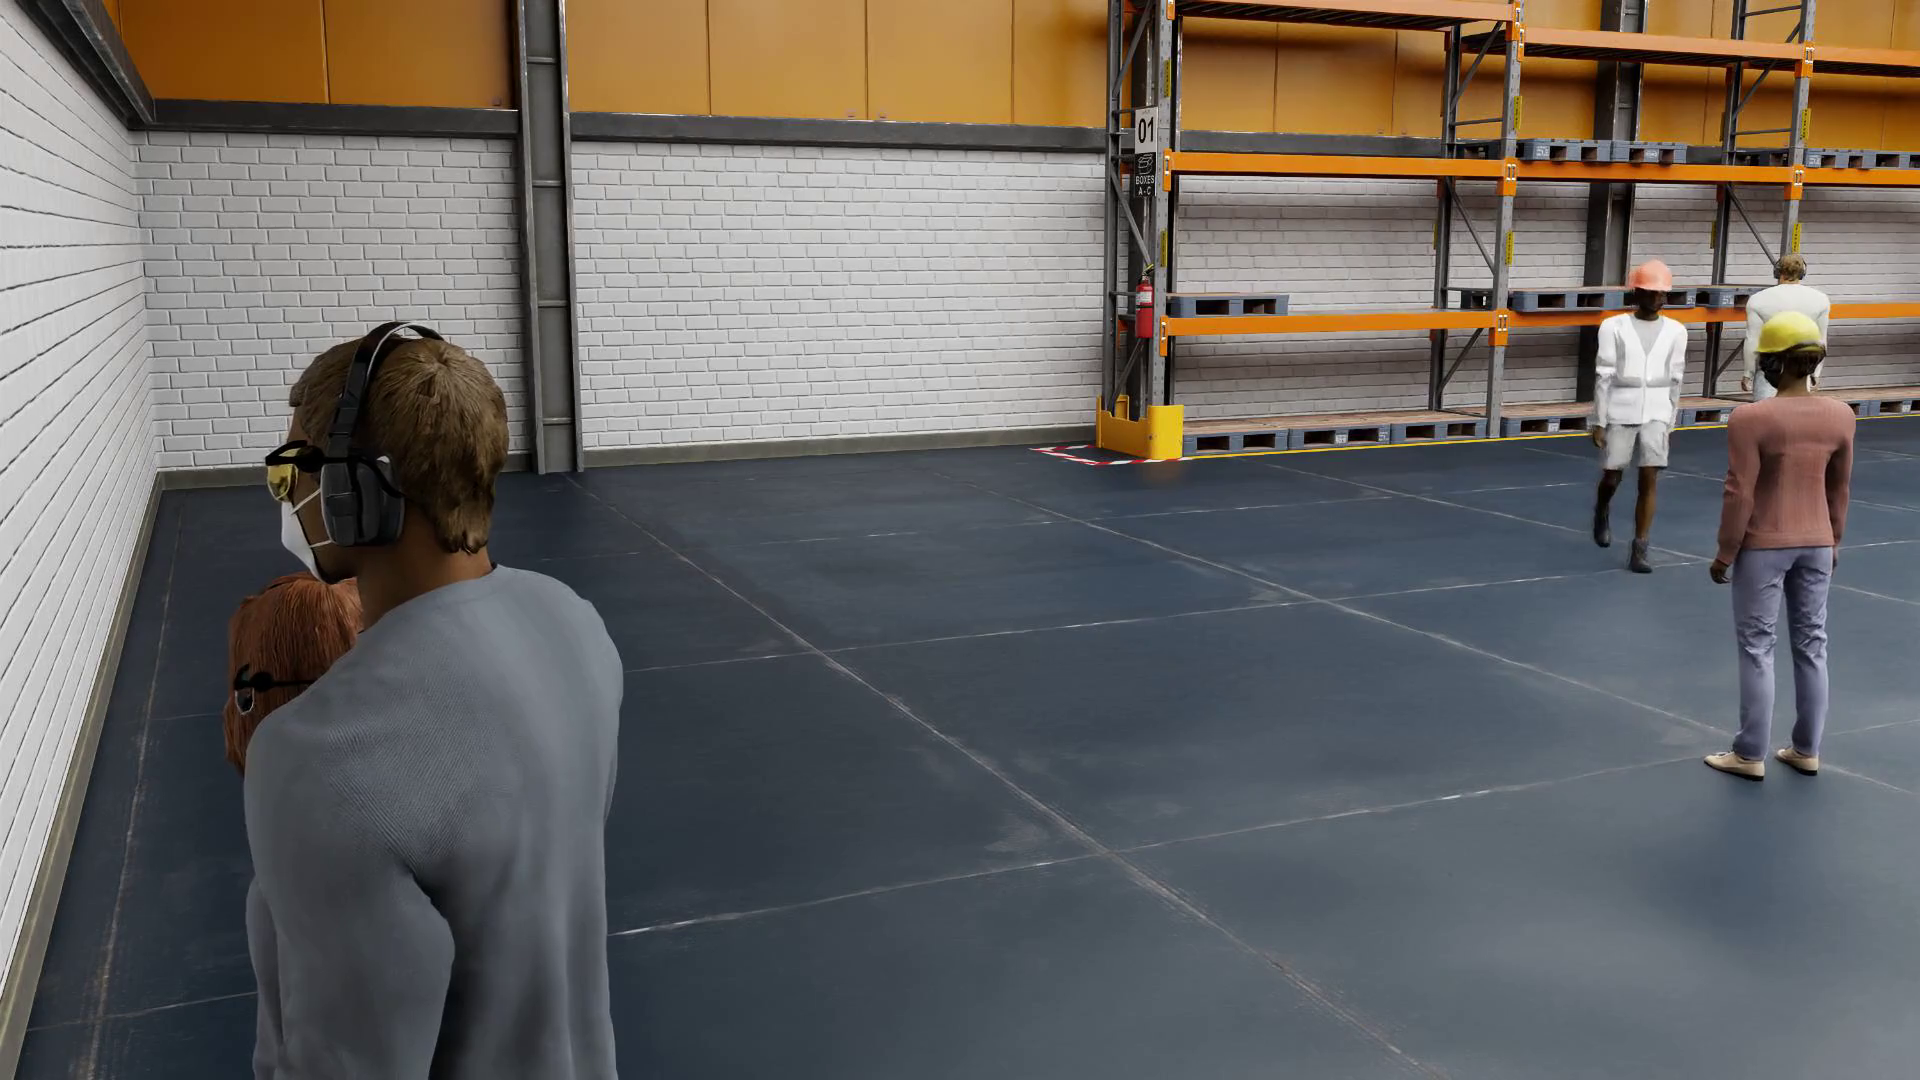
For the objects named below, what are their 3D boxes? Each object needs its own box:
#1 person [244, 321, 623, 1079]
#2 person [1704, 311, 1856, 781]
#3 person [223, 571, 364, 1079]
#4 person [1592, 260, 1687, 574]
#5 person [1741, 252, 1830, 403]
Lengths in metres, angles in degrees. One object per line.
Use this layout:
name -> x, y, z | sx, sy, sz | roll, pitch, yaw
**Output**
person -> -0.576, 0.730, 1.879 | 0.372, 1.940, 0.632 | 1, 10, 8
person -> 3.080, 0.026, 6.277 | 0.528, 1.768, 0.331 | -2, 10, -10
person -> -0.737, 0.840, 2.146 | 0.286, 1.625, 0.497 | 1, 10, 5
person -> 4.211, -0.785, 10.394 | 0.554, 1.921, 0.784 | 1, 10, 8
person -> 6.722, -1.375, 13.602 | 0.629, 1.940, 0.379 | 3, 10, 14
